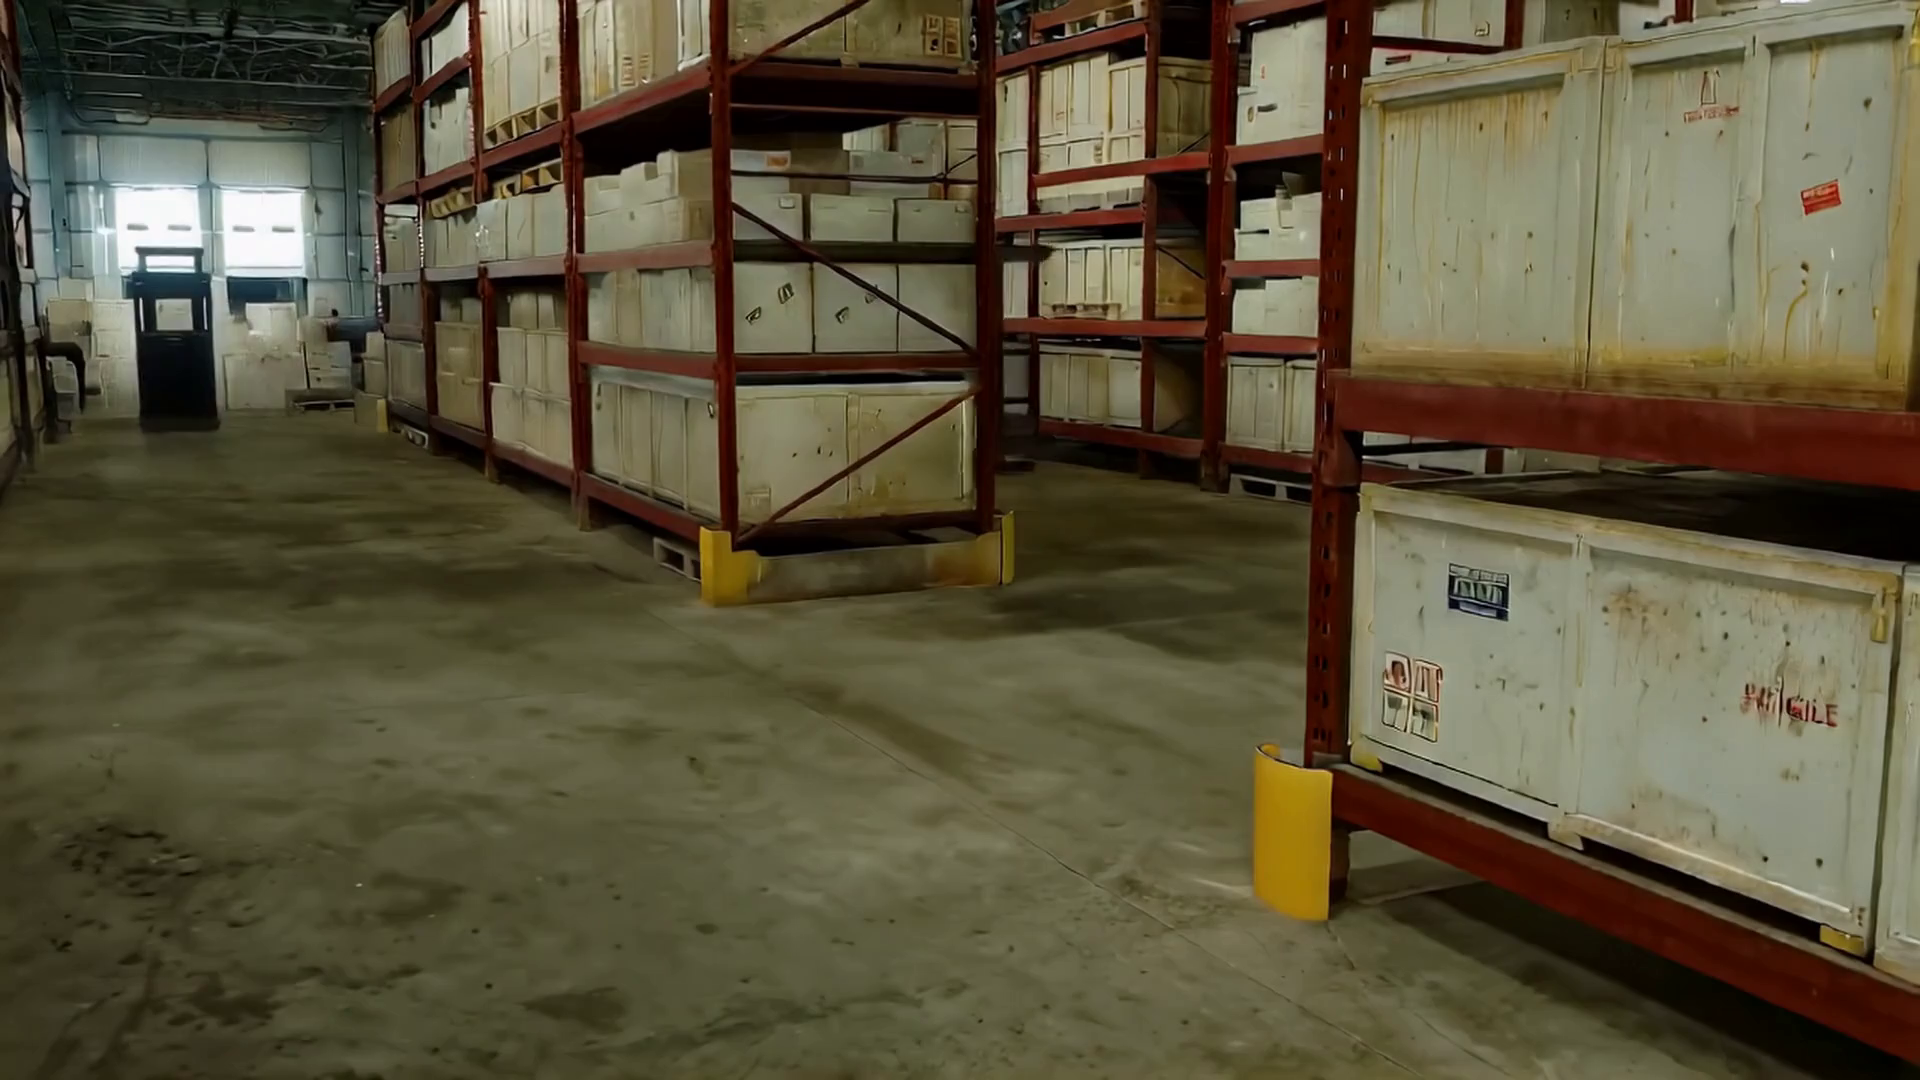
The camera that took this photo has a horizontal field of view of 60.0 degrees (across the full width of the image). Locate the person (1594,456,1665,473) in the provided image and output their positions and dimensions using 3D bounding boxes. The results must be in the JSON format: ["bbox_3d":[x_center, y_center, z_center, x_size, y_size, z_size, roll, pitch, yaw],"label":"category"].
[{"bbox_3d":[2.861,0.076,7.081,0.871,1.861,0.701,-2,8,-11],"label":"person"}]

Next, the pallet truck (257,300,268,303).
[{"bbox_3d":[-23.913,-7.404,58.171,1.885,1.965,0.823,-1,8,-9],"label":"pallet truck"}]

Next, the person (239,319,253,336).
[{"bbox_3d":[-14.713,-3.781,34.487,0.644,1.622,0.520,-6,10,-37],"label":"person"}]

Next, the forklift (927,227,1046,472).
[{"bbox_3d":[-0.094,-2.180,19.122,1.873,2.768,1.129,-4,9,-26],"label":"forklift"}]

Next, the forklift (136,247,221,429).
[{"bbox_3d":[-12.311,-3.191,26.095,1.129,2.768,1.873,-4,9,-23],"label":"forklift"}]

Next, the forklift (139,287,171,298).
[{"bbox_3d":[-24.694,-6.828,51.173,1.129,2.768,1.873,0,8,2],"label":"forklift"}]
